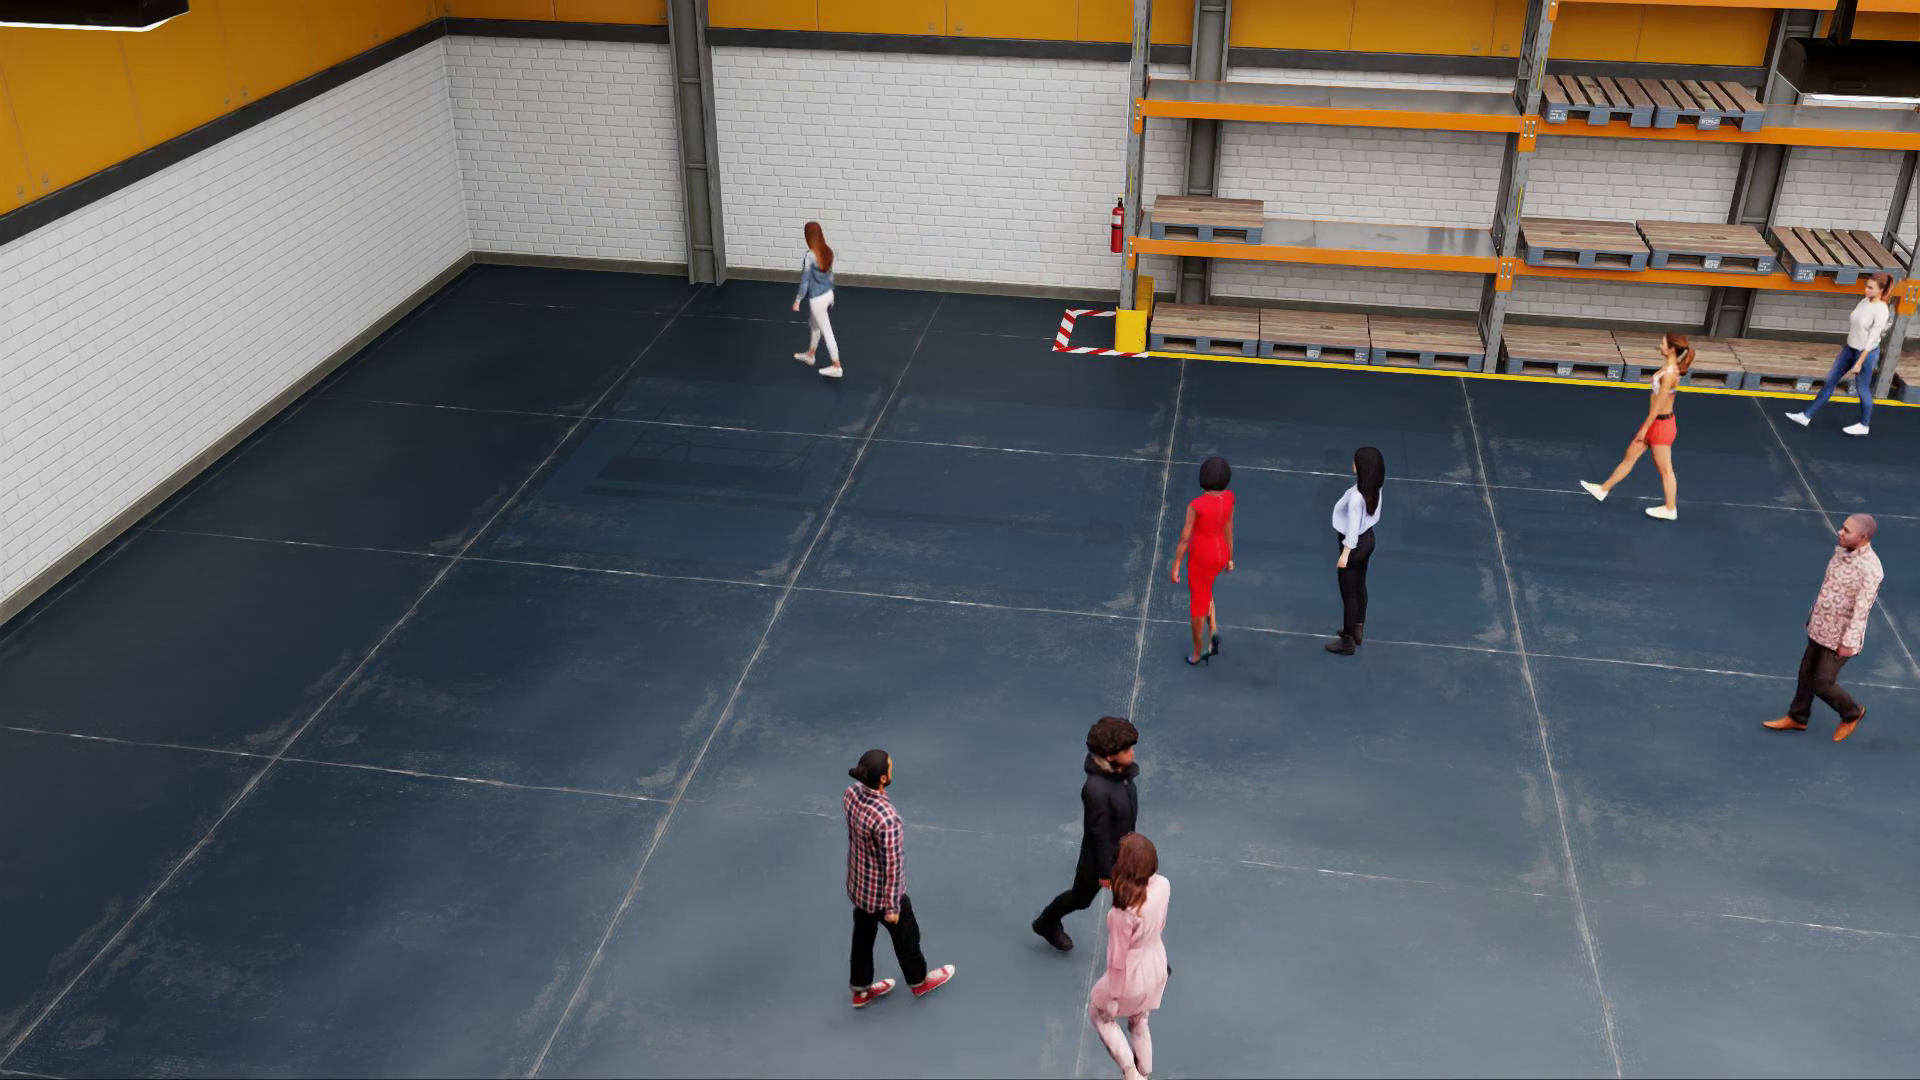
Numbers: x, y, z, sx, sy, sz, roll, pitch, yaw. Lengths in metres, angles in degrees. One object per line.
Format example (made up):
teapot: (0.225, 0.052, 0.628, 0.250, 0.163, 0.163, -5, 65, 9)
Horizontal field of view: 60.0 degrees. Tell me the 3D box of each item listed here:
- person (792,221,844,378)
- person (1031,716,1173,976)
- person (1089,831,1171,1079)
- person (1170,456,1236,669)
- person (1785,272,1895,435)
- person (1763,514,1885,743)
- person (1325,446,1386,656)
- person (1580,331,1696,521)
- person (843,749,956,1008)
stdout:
person: (-1.407, -2.528, 17.706, 0.959, 1.671, 0.748, 10, 30, 18)
person: (0.777, 1.791, 9.708, 1.190, 1.748, 0.855, 14, 32, 24)
person: (0.977, 2.332, 8.674, 0.767, 1.789, 0.812, -24, 37, -37)
person: (1.941, 0.209, 12.626, 0.836, 1.731, 0.899, -20, 35, -33)
person: (8.944, -1.802, 16.355, 1.064, 1.691, 0.731, 1, 29, 1)
person: (6.269, 0.639, 11.771, 0.917, 1.794, 0.793, 0, 29, 0)
person: (3.061, 0.077, 12.854, 0.700, 1.743, 0.731, 18, 33, 29)
person: (6.299, -0.969, 14.762, 1.160, 1.754, 0.804, 13, 31, 22)
person: (-0.518, 1.960, 9.396, 1.048, 1.749, 0.992, -19, 34, -31)
